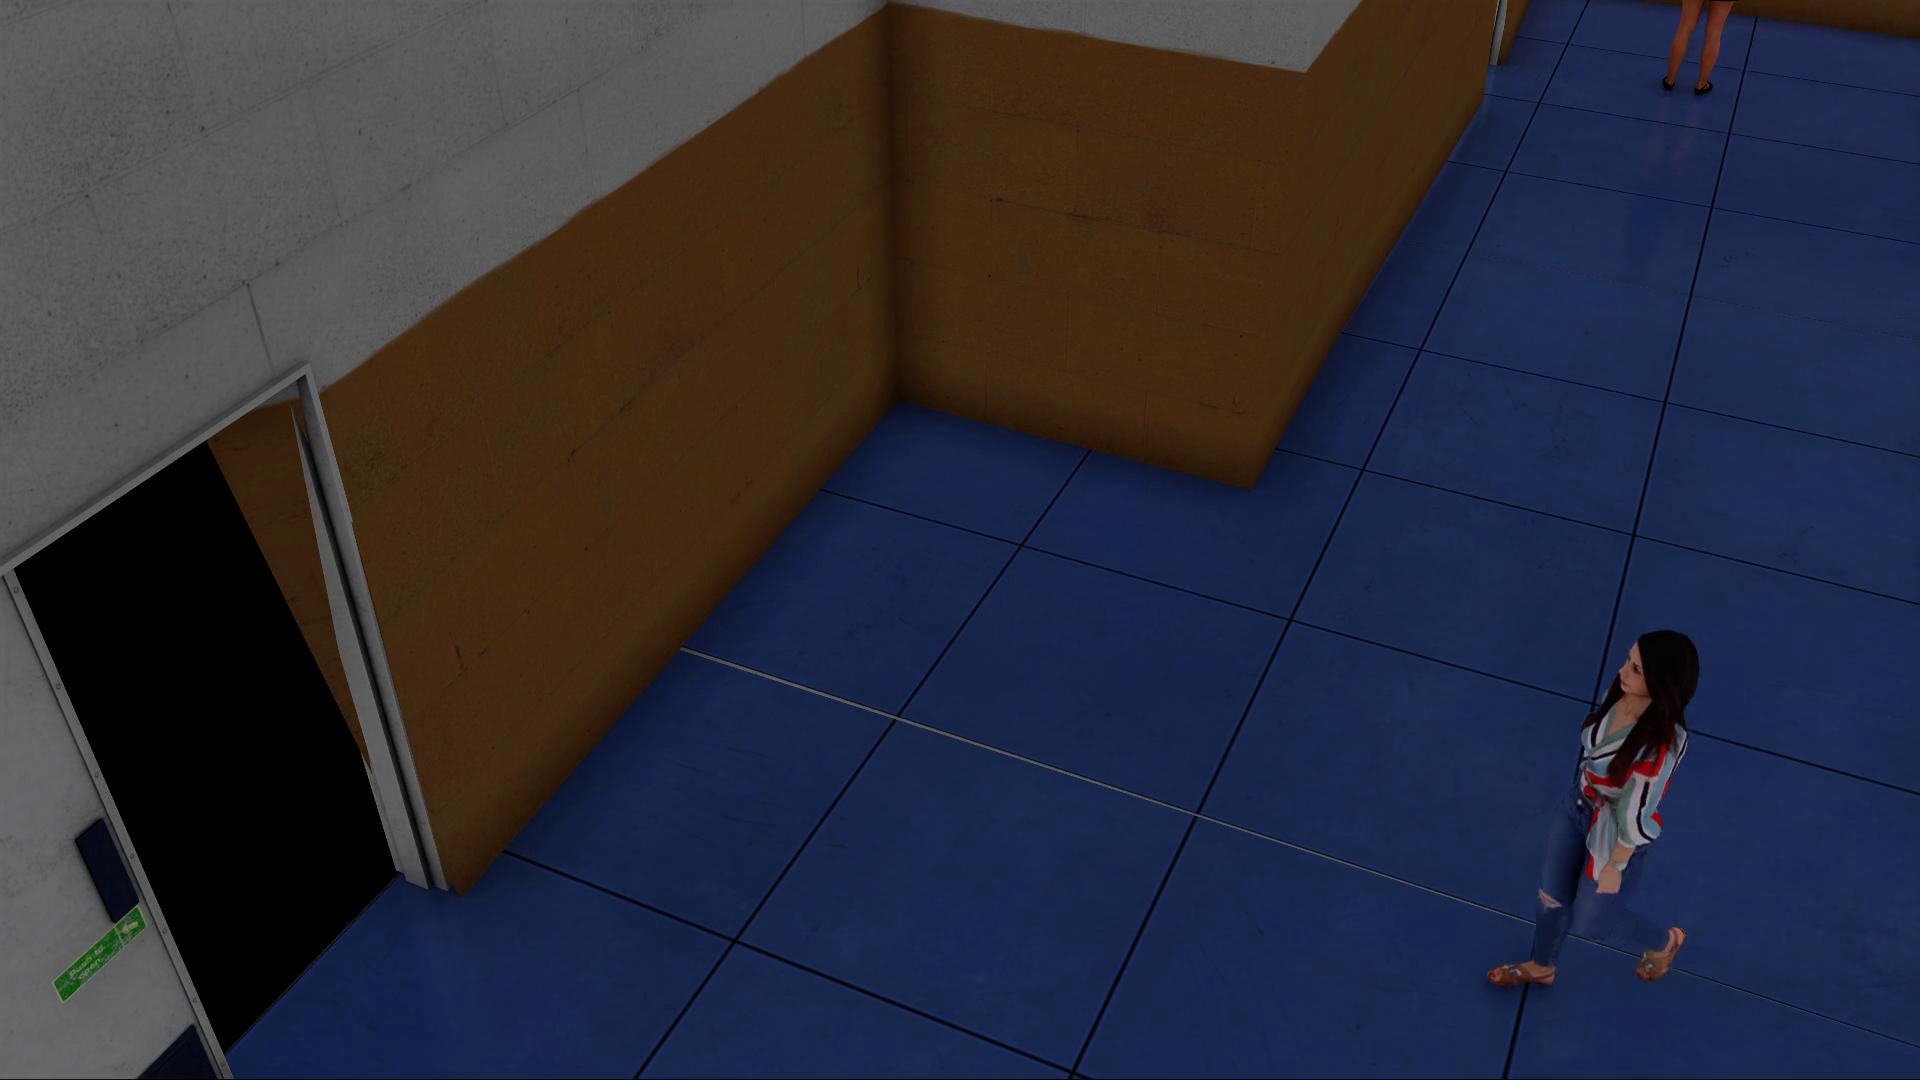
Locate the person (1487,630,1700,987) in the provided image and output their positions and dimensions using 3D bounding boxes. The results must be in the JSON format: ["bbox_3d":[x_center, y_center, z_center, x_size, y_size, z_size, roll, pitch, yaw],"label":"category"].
[{"bbox_3d":[2.200,0.952,5.455,0.974,1.601,0.853,-4,37,-6],"label":"person"}]

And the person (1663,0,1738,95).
[{"bbox_3d":[5.490,-4.098,12.122,0.491,1.675,0.638,17,40,22],"label":"person"}]
